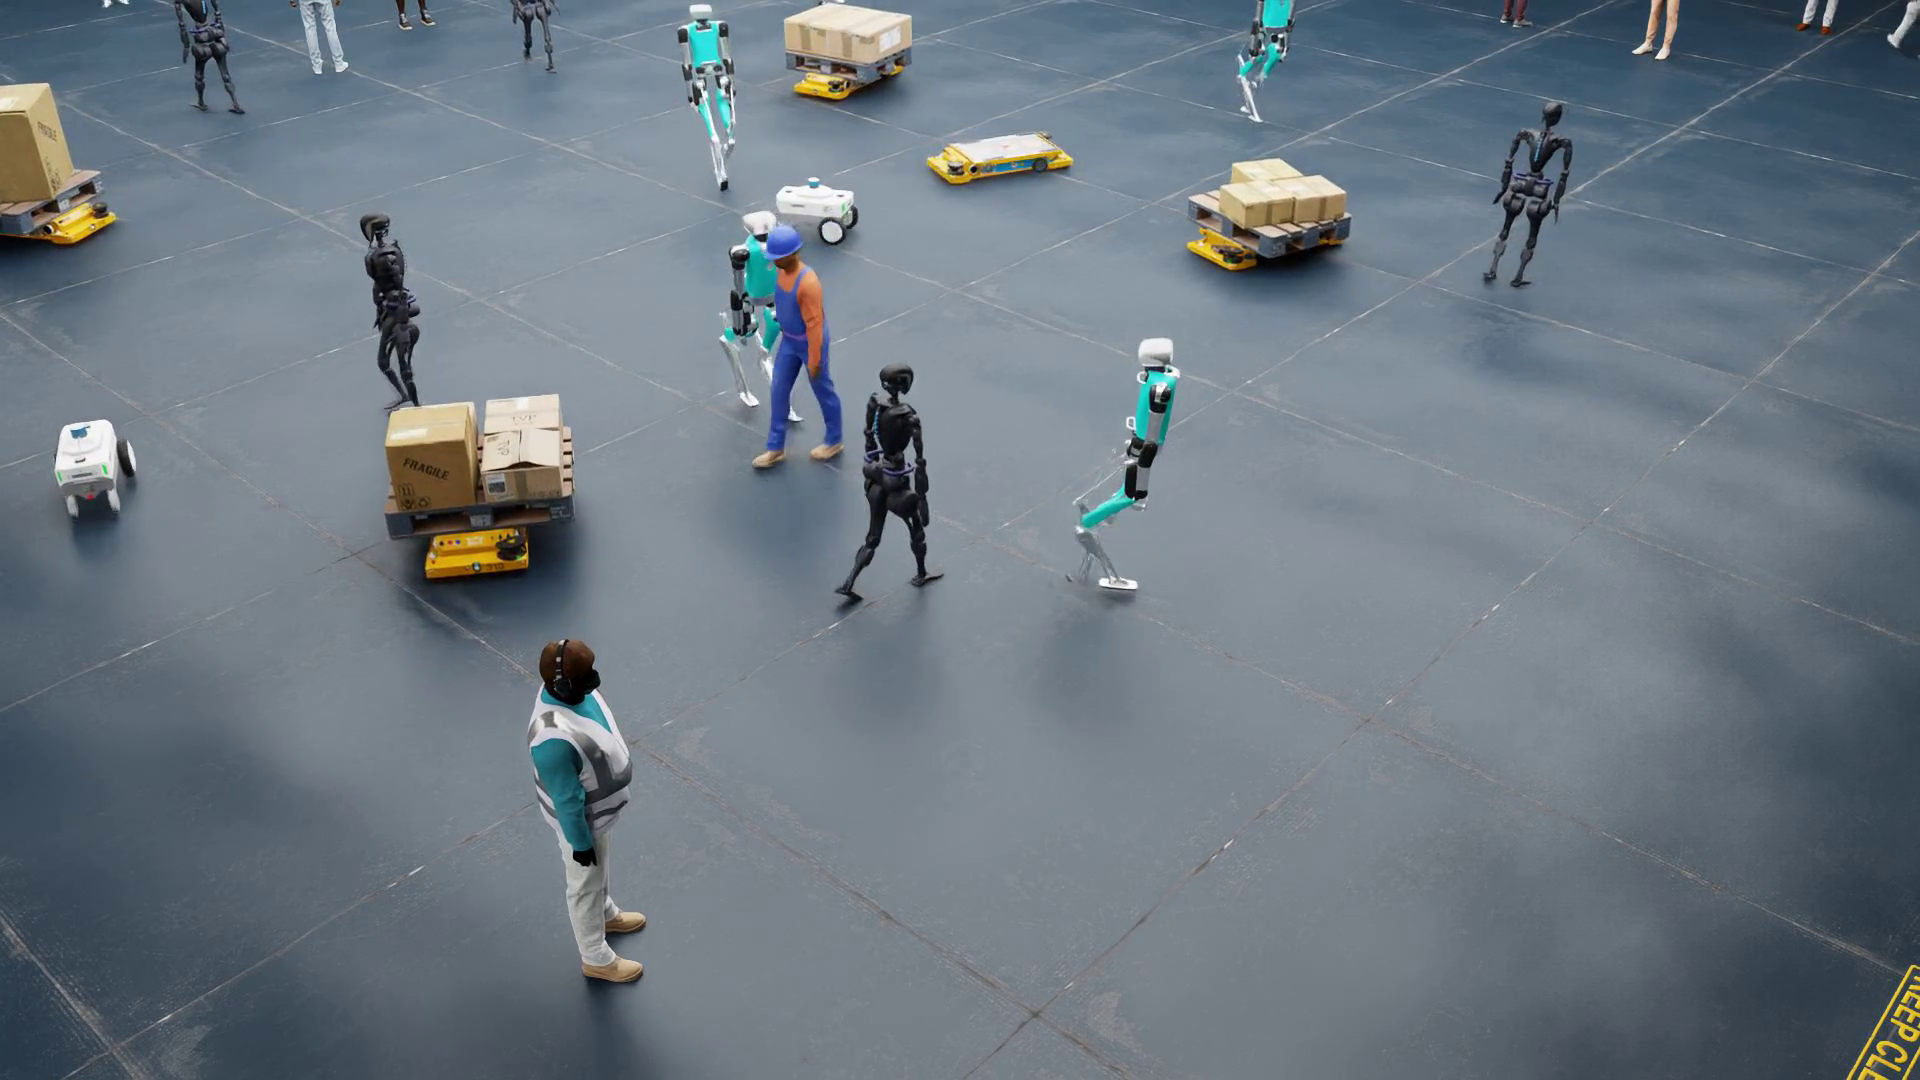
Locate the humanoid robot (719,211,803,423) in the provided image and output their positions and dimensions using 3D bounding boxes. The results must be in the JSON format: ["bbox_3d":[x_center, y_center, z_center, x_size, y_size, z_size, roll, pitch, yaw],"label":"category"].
[{"bbox_3d":[-1.592,-1.718,12.543,0.559,1.747,0.879,-22,38,-31],"label":"humanoid robot"}]

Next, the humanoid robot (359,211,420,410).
[{"bbox_3d":[-4.246,-1.669,12.509,0.313,1.652,0.609,-22,38,-31],"label":"humanoid robot"}]

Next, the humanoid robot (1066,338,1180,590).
[{"bbox_3d":[0.937,-0.379,10.467,0.786,1.894,0.549,3,32,5],"label":"humanoid robot"}]

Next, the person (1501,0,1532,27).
[{"bbox_3d":[7.608,-7.827,22.302,0.378,1.807,0.544,-13,34,-20],"label":"person"}]

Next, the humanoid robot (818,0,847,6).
[{"bbox_3d":[-1.655,-7.584,22.002,0.534,1.798,0.804,5,32,8],"label":"humanoid robot"}]

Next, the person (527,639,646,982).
[{"bbox_3d":[-1.712,1.228,7.687,0.429,1.844,0.621,-2,32,-4],"label":"person"}]

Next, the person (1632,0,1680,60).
[{"bbox_3d":[8.942,-7.026,20.947,0.351,1.874,0.508,-22,38,-31],"label":"person"}]

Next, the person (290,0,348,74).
[{"bbox_3d":[-7.925,-6.696,20.375,0.595,1.916,0.375,-8,33,-12],"label":"person"}]

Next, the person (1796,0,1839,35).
[{"bbox_3d":[11.545,-7.634,21.971,0.503,1.829,0.366,23,38,32],"label":"person"}]

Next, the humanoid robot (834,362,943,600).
[{"bbox_3d":[-0.456,-0.349,10.448,0.776,1.650,0.608,-24,39,-34],"label":"humanoid robot"}]

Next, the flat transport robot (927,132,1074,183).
[{"bbox_3d":[0.428,-4.072,17.711,1.431,0.231,0.659,-14,34,-21],"label":"flat transport robot"}]

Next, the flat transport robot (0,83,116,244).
[{"bbox_3d":[-9.083,-3.126,16.188,1.431,0.231,0.659,7,33,11],"label":"flat transport robot"}]

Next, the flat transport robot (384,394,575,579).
[{"bbox_3d":[-3.266,-0.217,11.503,0.659,0.231,1.431,-6,32,-10],"label":"flat transport robot"}]

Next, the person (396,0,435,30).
[{"bbox_3d":[-7.380,-7.820,22.156,0.597,1.958,0.378,-25,40,-34],"label":"person"}]

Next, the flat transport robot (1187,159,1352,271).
[{"bbox_3d":[2.919,-2.873,15.780,1.431,0.231,0.659,-19,36,-27],"label":"flat transport robot"}]

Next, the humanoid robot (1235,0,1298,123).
[{"bbox_3d":[3.388,-5.553,18.813,0.552,1.898,0.740,-13,34,-20],"label":"humanoid robot"}]

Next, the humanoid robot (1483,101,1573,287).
[{"bbox_3d":[5.038,-3.062,14.750,0.598,1.637,0.403,16,35,24],"label":"humanoid robot"}]

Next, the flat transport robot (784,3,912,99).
[{"bbox_3d":[-1.362,-5.696,20.327,0.659,0.231,1.431,17,36,26],"label":"flat transport robot"}]

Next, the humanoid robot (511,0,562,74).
[{"bbox_3d":[-5.273,-6.648,20.557,0.599,1.640,0.706,-16,35,-24],"label":"humanoid robot"}]

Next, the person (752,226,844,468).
[{"bbox_3d":[-1.171,-1.364,11.849,0.726,1.867,0.540,-26,40,-35],"label":"person"}]

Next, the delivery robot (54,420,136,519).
[{"bbox_3d":[-6.162,-0.552,11.760,0.499,0.581,0.774,-11,34,-18],"label":"delivery robot"}]

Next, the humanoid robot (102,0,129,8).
[{"bbox_3d":[-12.028,-8.337,23.189,0.531,1.785,0.694,-18,36,-26],"label":"humanoid robot"}]

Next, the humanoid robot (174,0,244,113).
[{"bbox_3d":[-8.681,-5.728,19.057,0.672,1.635,0.603,18,36,27],"label":"humanoid robot"}]

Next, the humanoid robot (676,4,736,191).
[{"bbox_3d":[-2.488,-4.466,17.006,0.554,1.815,0.928,-11,34,-17],"label":"humanoid robot"}]

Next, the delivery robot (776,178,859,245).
[{"bbox_3d":[-1.381,-3.185,16.006,0.784,0.589,0.499,7,33,11],"label":"delivery robot"}]

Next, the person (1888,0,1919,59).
[{"bbox_3d":[12.289,-6.953,21.094,0.534,1.590,0.873,1,32,1],"label":"person"}]
